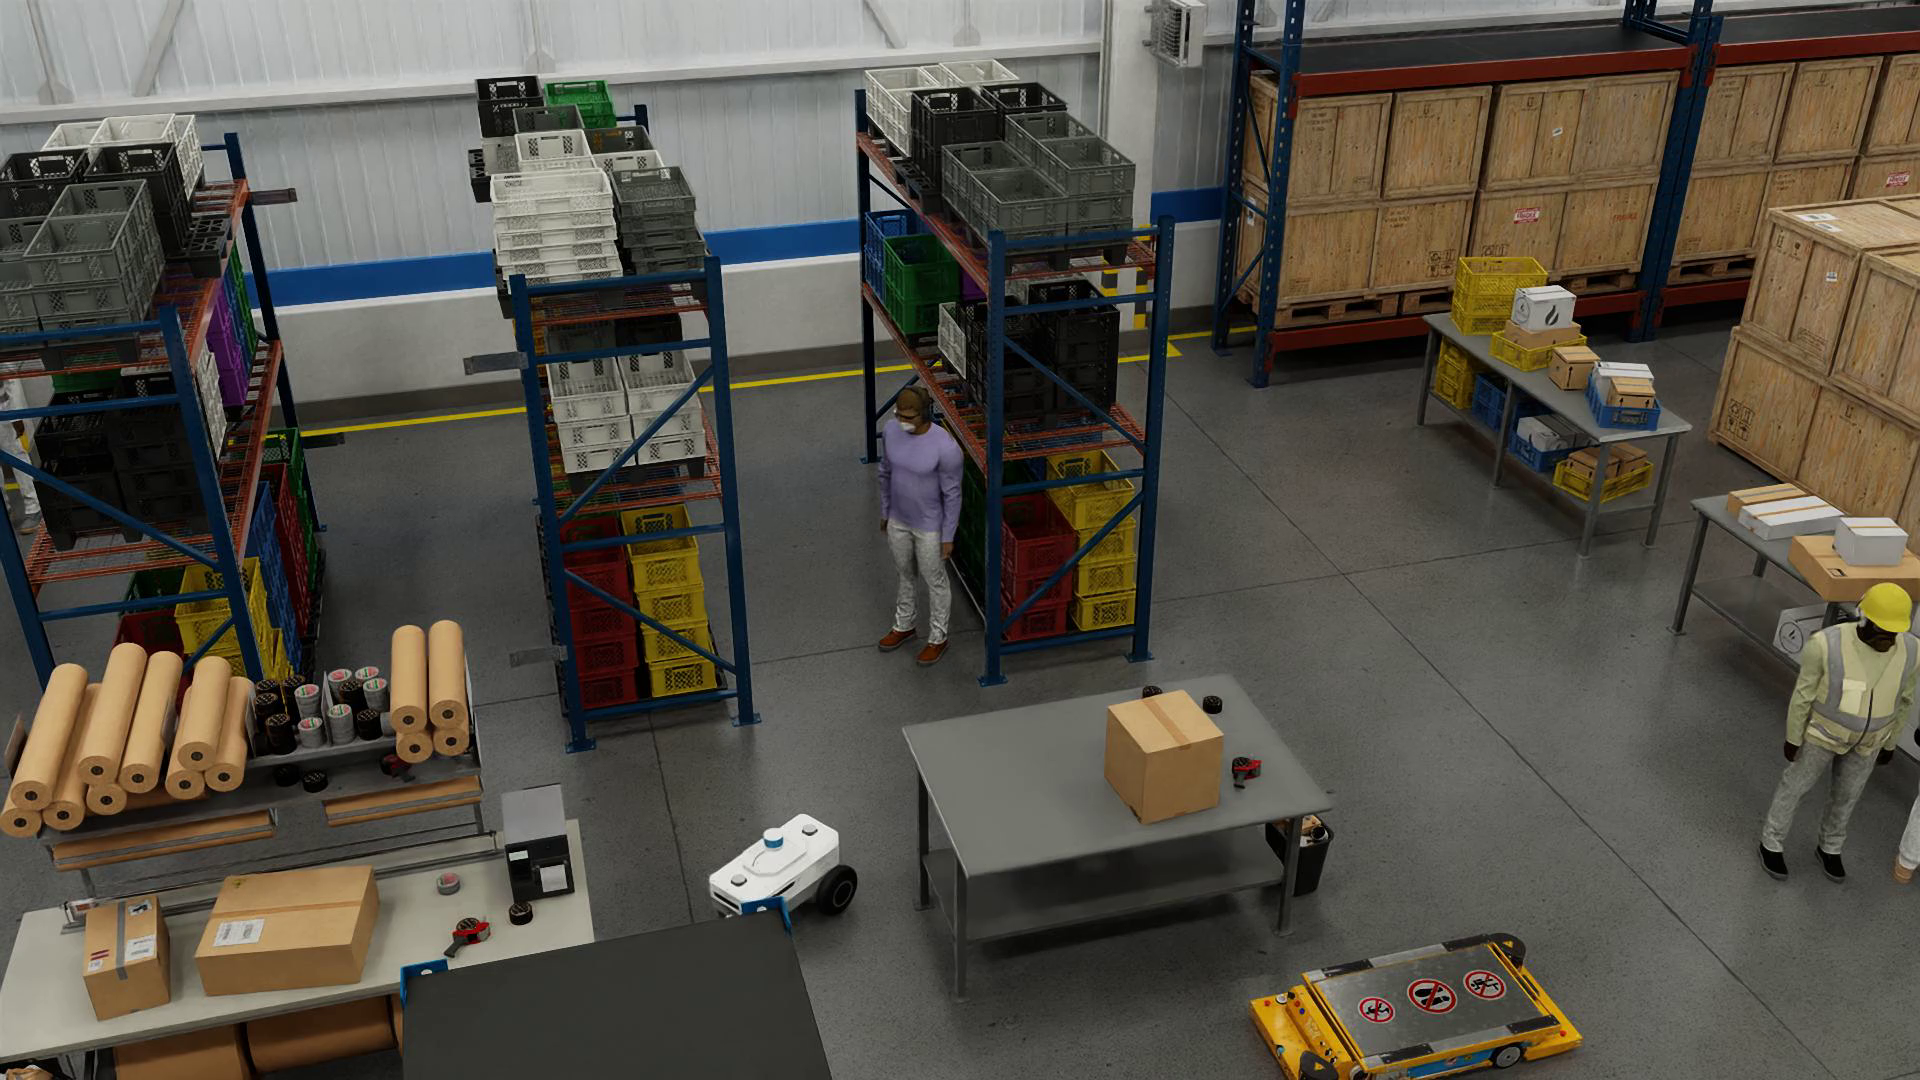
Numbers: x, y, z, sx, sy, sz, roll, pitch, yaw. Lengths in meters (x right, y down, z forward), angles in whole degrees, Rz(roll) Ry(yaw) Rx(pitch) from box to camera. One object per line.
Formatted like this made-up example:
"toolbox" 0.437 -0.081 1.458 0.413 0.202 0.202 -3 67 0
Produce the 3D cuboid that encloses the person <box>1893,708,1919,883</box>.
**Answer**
"person" 5.292 1.046 8.611 0.634 1.841 0.429 24 37 36

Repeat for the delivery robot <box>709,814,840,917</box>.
"delivery robot" -0.957 1.716 8.624 0.477 0.478 0.707 21 35 34

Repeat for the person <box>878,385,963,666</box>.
"person" -0.268 -0.106 10.614 0.628 1.935 0.373 21 35 33

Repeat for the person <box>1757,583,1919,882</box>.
"person" 4.623 1.008 8.704 0.591 1.822 0.403 3 29 5

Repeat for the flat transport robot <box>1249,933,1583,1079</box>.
"flat transport robot" 2.184 2.282 7.980 1.431 0.197 0.652 -8 30 -14

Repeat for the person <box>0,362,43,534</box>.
"person" -7.130 -0.929 12.162 0.573 1.883 0.354 2 29 4
